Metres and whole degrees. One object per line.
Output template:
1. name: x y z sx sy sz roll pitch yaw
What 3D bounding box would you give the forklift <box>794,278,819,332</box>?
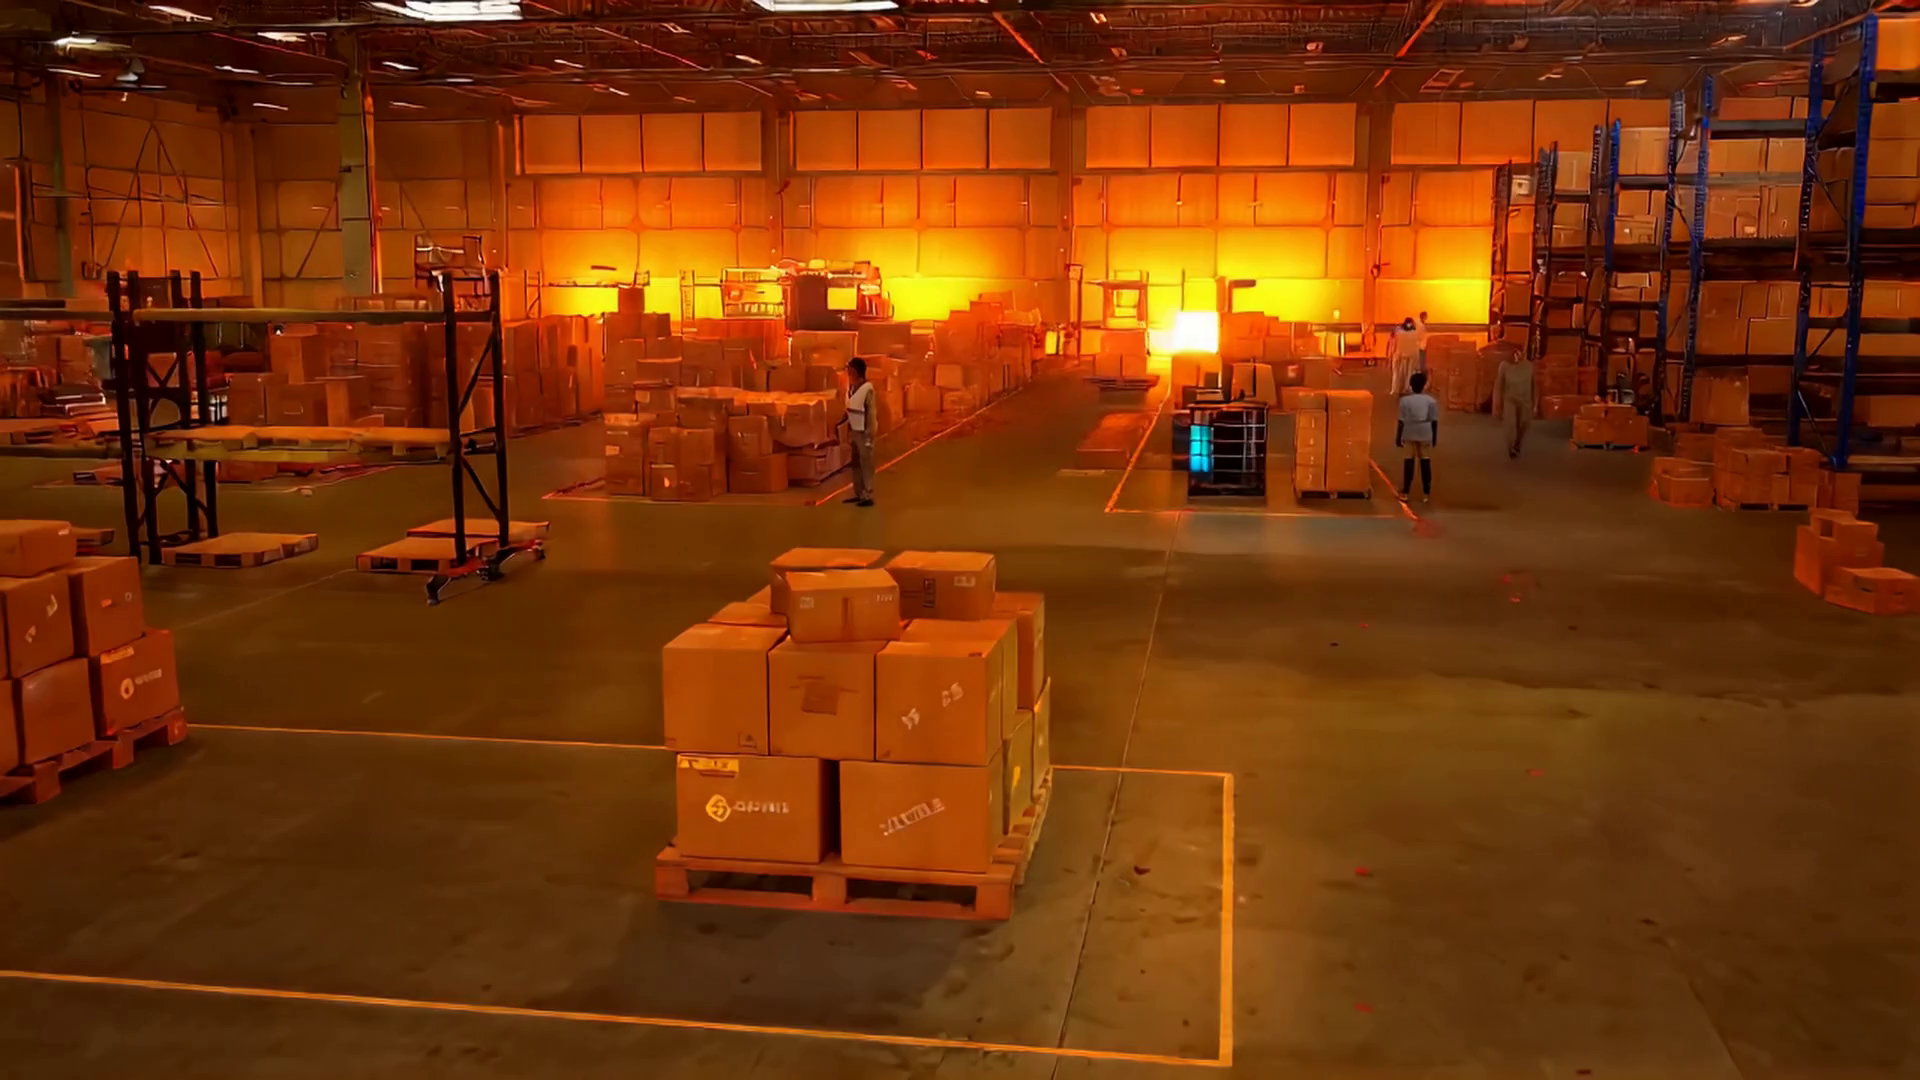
1. forklift: -3.932 -5.317 42.705 1.873 2.768 1.129 -4 10 -24

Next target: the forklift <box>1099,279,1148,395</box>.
1. forklift: 4.055 -5.016 40.850 1.129 2.768 1.873 1 9 8

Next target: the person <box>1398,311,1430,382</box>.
1. person: 12.392 -5.261 45.224 0.972 1.958 0.630 0 9 -1

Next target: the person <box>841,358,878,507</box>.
1. person: -1.278 -1.391 21.474 0.391 1.913 0.587 -6 11 -31

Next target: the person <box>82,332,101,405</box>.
1. person: -18.645 -3.585 35.593 0.668 1.721 0.493 -3 10 -17

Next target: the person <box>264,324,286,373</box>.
1. person: -14.754 -3.763 36.206 0.639 1.895 1.041 0 9 -1

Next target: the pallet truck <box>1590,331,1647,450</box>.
1. pallet truck: 11.253 -2.573 28.499 0.823 1.965 1.885 5 10 27

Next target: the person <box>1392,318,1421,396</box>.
1. person: 10.822 -4.437 40.342 0.644 1.887 1.047 3 10 16

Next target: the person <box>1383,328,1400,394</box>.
1. person: 10.703 -4.409 40.977 0.540 1.616 0.662 8 12 39

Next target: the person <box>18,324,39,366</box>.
1. person: -24.751 -4.945 44.256 0.522 1.621 0.623 -8 12 -42

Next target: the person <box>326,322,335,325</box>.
1. person: -16.322 -4.925 43.291 0.634 1.910 0.927 -4 10 -22

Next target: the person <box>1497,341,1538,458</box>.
1. person: 9.034 -2.280 26.992 0.669 1.893 0.550 0 9 2

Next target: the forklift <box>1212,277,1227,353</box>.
1. forklift: 7.552 -6.241 48.406 1.873 2.768 1.129 1 9 9

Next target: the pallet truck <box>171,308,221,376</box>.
1. pallet truck: -21.869 -5.598 47.154 0.823 1.965 1.885 4 10 26

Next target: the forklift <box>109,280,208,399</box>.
1. forklift: -18.803 -4.699 38.898 1.873 2.768 1.129 1 9 9

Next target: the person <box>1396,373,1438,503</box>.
1. person: 5.959 -1.324 21.720 0.529 1.697 0.321 0 9 -1
